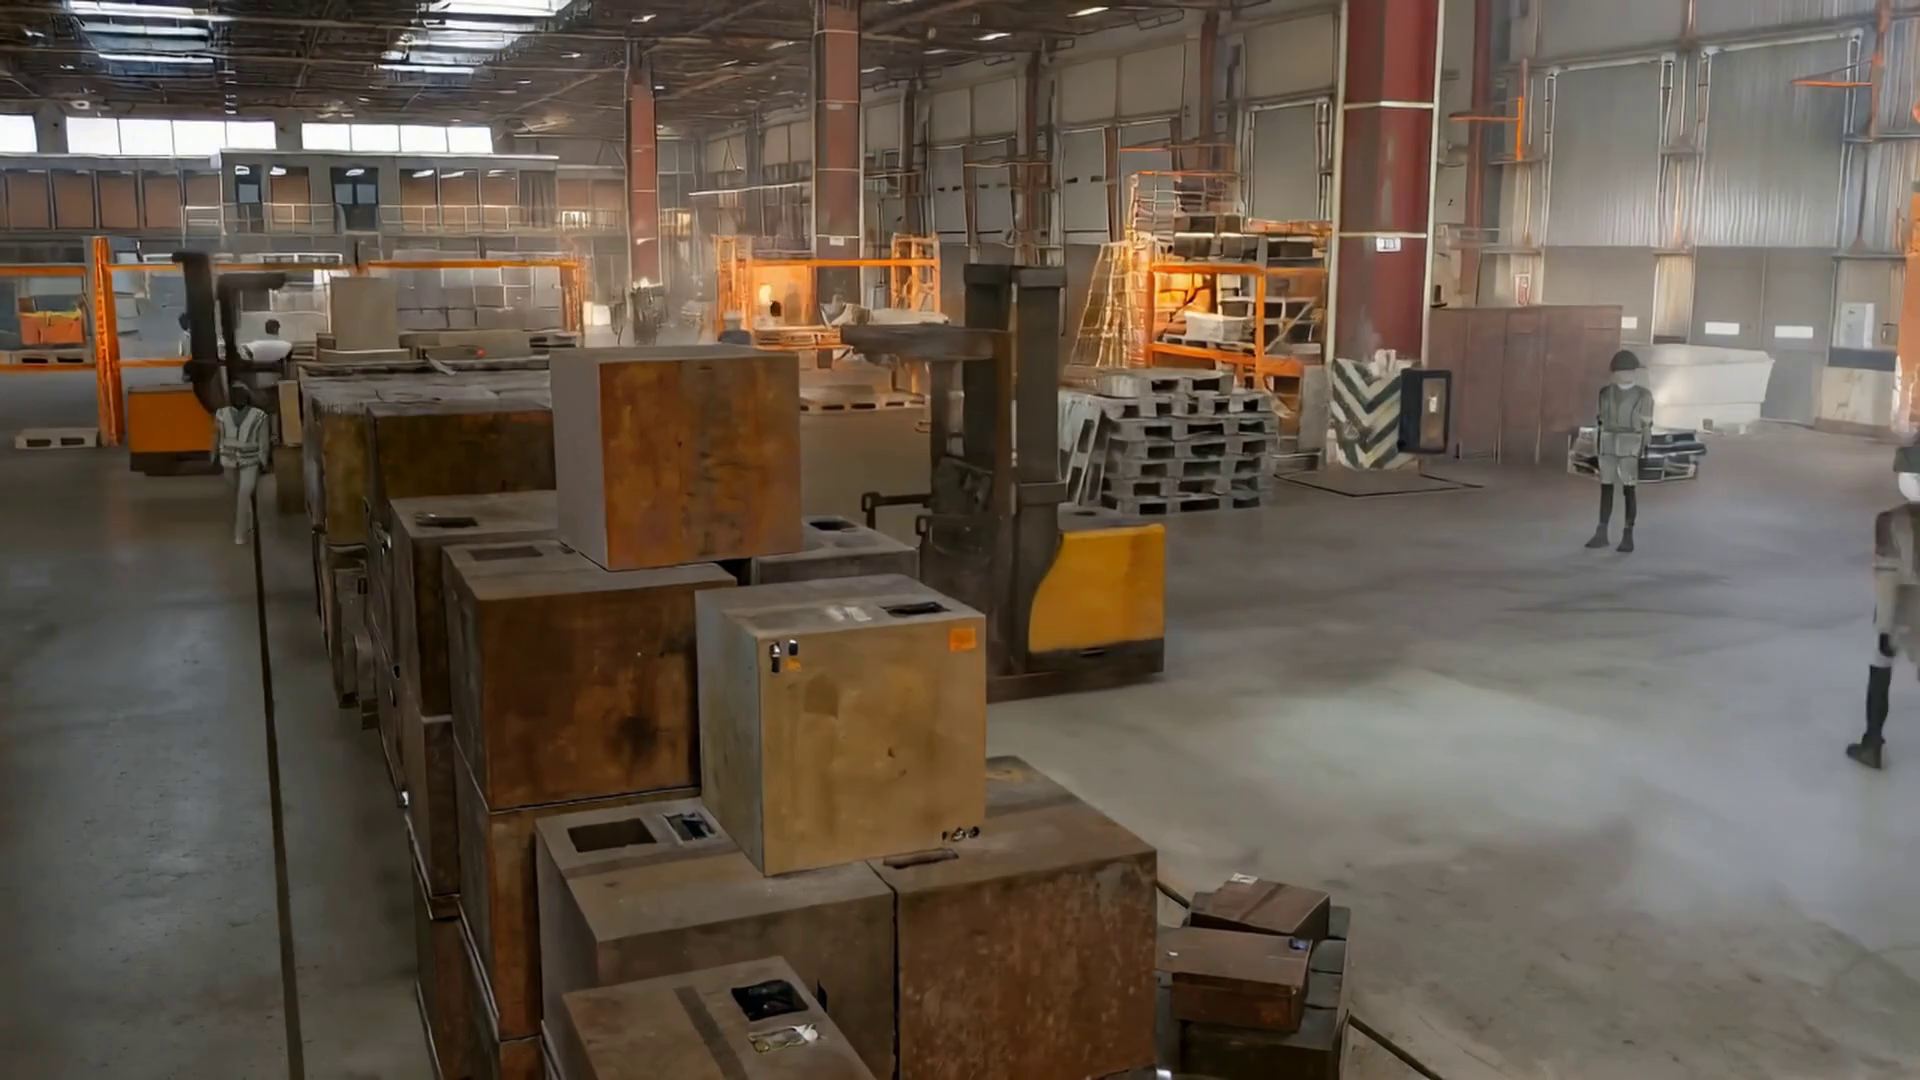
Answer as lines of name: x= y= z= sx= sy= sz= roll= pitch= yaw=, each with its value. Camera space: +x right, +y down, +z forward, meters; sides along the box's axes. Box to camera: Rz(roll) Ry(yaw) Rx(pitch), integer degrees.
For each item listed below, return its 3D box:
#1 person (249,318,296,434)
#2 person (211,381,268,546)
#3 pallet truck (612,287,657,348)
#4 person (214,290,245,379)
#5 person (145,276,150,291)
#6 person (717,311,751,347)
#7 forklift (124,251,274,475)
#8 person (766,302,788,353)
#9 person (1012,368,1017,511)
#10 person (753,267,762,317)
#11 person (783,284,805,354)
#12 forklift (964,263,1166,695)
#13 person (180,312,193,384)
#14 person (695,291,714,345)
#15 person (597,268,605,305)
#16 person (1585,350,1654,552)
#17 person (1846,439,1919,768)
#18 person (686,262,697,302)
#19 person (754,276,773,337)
person: x=-9.444 y=-2.092 z=22.911 sx=0.593 sy=1.909 sz=0.409 roll=-1 pitch=10 yaw=-7
person: x=-7.102 y=-0.779 z=16.462 sx=0.544 sy=1.606 sz=0.635 roll=-2 pitch=10 yaw=-11
pallet truck: x=-6.464 y=-4.406 z=35.401 sx=0.823 sy=1.965 sz=1.885 roll=6 pitch=12 yaw=32
person: x=-15.666 y=-4.442 z=35.888 sx=0.634 sy=1.890 sz=0.986 roll=2 pitch=10 yaw=9
person: x=-24.096 y=-6.870 z=49.192 sx=0.407 sy=1.920 sz=0.576 roll=8 pitch=13 yaw=39
person: x=-3.504 y=-2.648 z=26.053 sx=0.592 sy=1.882 sz=0.981 roll=-5 pitch=11 yaw=-25
forklift: x=-9.787 y=-2.325 z=21.502 sx=1.873 sy=2.768 sz=1.129 roll=-4 pitch=11 yaw=-23
person: x=-3.937 y=-4.212 z=35.250 sx=0.799 sy=1.670 sz=0.537 roll=9 pitch=14 yaw=42
person: x=0.565 y=-0.600 z=14.778 sx=0.349 sy=1.879 sz=0.572 roll=-5 pitch=11 yaw=-24
person: x=-7.763 y=-9.560 z=64.009 sx=0.376 sy=1.922 sz=0.594 roll=0 pitch=10 yaw=1
person: x=-4.351 y=-5.765 z=43.361 sx=0.538 sy=1.826 sz=0.647 roll=9 pitch=13 yaw=39
forklift: x=0.363 y=-0.447 z=11.149 sx=1.873 sy=2.768 sz=1.129 roll=-4 pitch=11 yaw=-23
person: x=-12.121 y=-2.669 z=26.252 sx=0.345 sy=1.847 sz=0.508 roll=1 pitch=10 yaw=5
person: x=-6.295 y=-5.278 z=40.944 sx=0.716 sy=1.720 sz=0.490 roll=-2 pitch=10 yaw=-11
person: x=-14.596 y=-10.154 z=67.633 sx=0.741 sy=1.810 sz=0.433 roll=5 pitch=11 yaw=26
person: x=6.332 y=-0.850 z=15.976 sx=0.551 sy=1.934 sz=0.357 roll=10 pitch=14 yaw=44
person: x=5.274 y=0.410 z=9.127 sx=0.550 sy=1.910 sz=0.849 roll=0 pitch=10 yaw=-2
person: x=-11.934 y=-11.402 z=74.027 sx=0.480 sy=1.973 sz=0.642 roll=-5 pitch=11 yaw=-24
person: x=-5.704 y=-6.653 z=48.023 sx=0.952 sy=1.899 sz=0.631 roll=5 pitch=11 yaw=24
